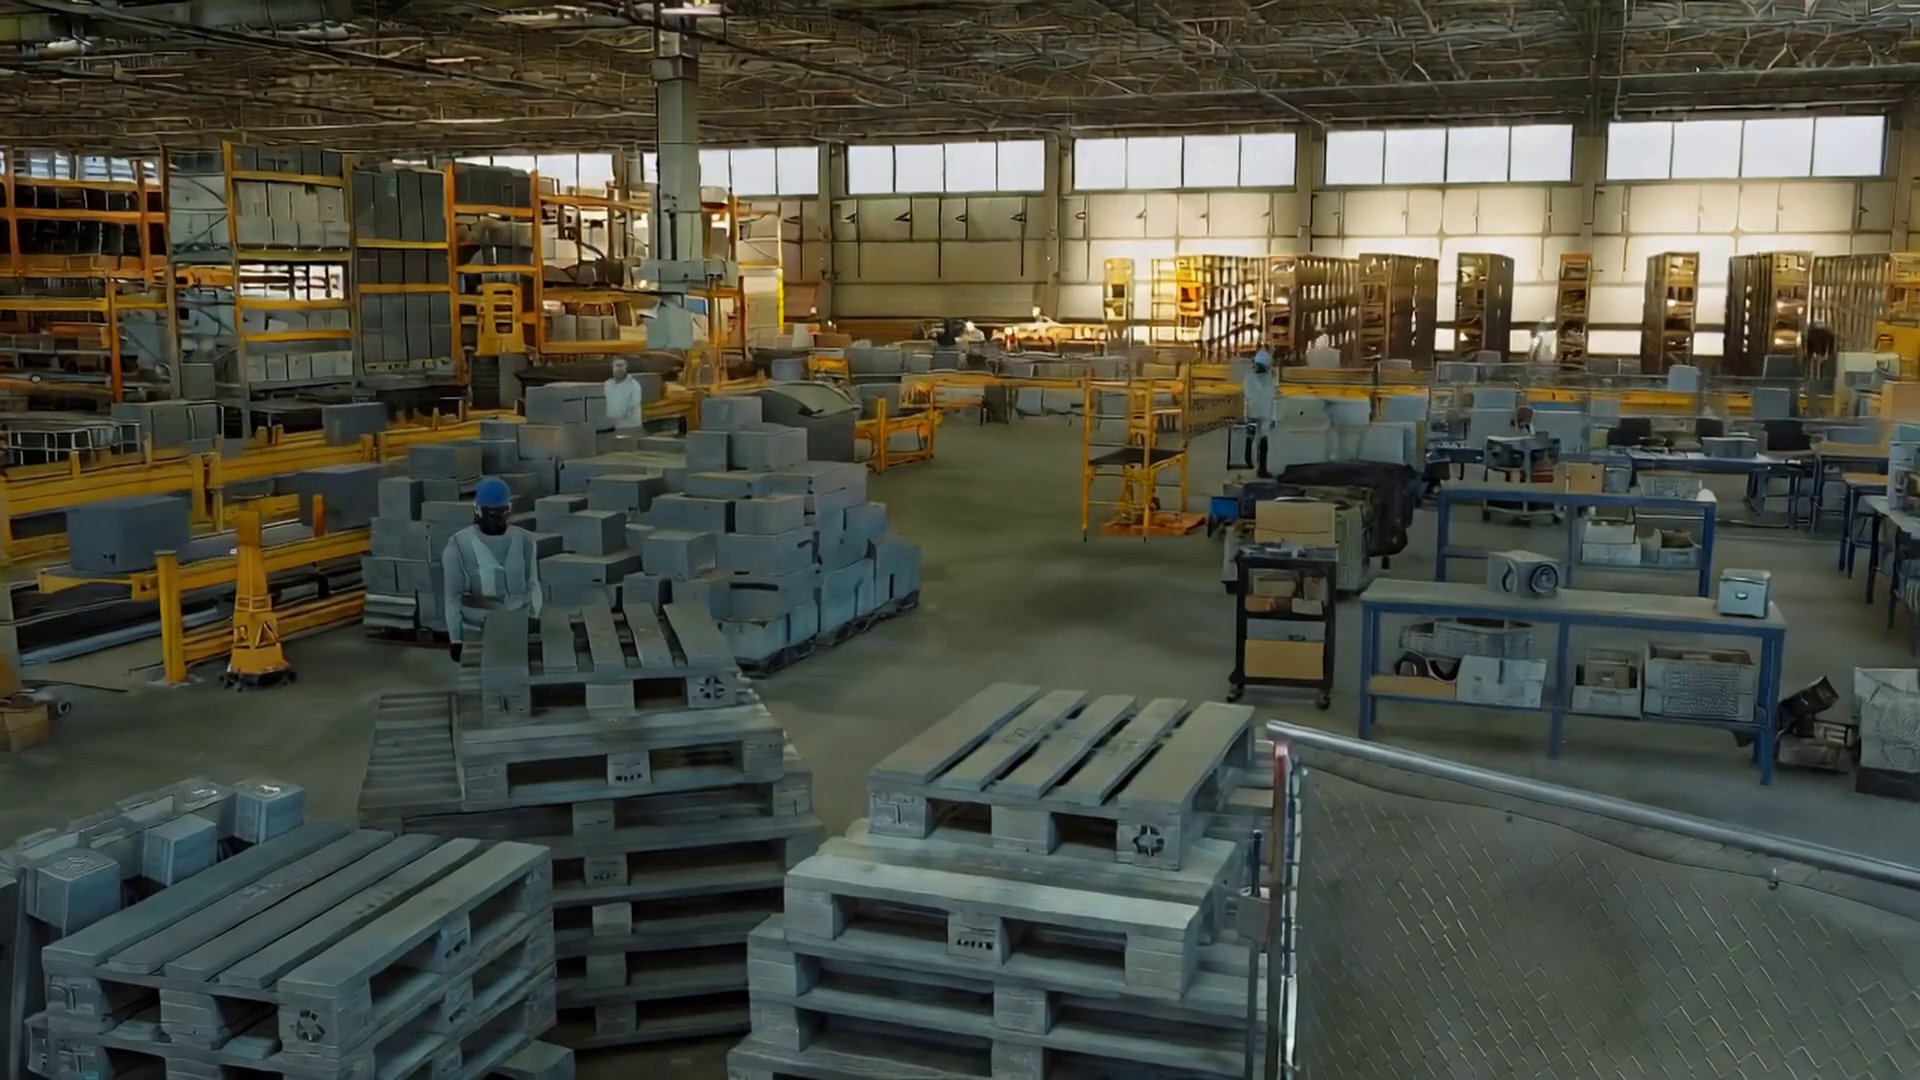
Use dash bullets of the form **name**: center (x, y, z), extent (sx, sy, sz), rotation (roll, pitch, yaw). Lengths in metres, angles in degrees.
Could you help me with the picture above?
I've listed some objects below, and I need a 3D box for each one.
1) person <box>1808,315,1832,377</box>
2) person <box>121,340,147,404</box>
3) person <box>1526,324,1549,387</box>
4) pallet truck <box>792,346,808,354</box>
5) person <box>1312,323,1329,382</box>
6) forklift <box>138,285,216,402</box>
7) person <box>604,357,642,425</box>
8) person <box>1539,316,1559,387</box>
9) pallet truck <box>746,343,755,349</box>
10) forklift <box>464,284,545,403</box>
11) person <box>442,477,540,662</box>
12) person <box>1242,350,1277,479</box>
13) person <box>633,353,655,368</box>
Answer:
- **person**: center (23.562, -5.198, 45.628), extent (0.630, 1.956, 0.705), rotation (3, 9, 17)
- **person**: center (-14.115, -2.438, 28.334), extent (0.347, 1.943, 0.544), rotation (9, 13, 43)
- **person**: center (14.540, -4.552, 42.033), extent (0.928, 1.812, 0.577), rotation (3, 10, 18)
- **pallet truck**: center (-3.705, -4.298, 42.022), extent (0.653, 1.274, 1.630), rotation (3, 10, 20)
- **person**: center (9.186, -4.651, 42.658), extent (0.710, 1.807, 0.607), rotation (1, 9, 5)
- **forklift**: center (-17.480, -4.200, 36.461), extent (1.873, 2.768, 1.129), rotation (3, 10, 19)
- **person**: center (-4.755, -1.620, 23.339), extent (0.671, 1.893, 0.451), rotation (5, 10, 29)
- **person**: center (14.554, -4.516, 41.166), extent (0.539, 2.018, 0.610), rotation (3, 10, 18)
- **pallet truck**: center (-6.183, -4.618, 44.264), extent (1.601, 1.201, 0.680), rotation (-9, 12, -43)
- **forklift**: center (-10.832, -4.702, 39.610), extent (1.129, 2.768, 1.873), rotation (3, 10, 20)
- **person**: center (-2.795, 0.532, 10.030), extent (0.600, 1.830, 0.404), rotation (-7, 11, -36)
- **person**: center (4.471, -1.862, 24.765), extent (0.543, 1.928, 0.373), rotation (-3, 9, -17)
- **person**: center (-8.705, -5.148, 45.550), extent (0.645, 1.879, 0.819), rotation (6, 11, 35)
